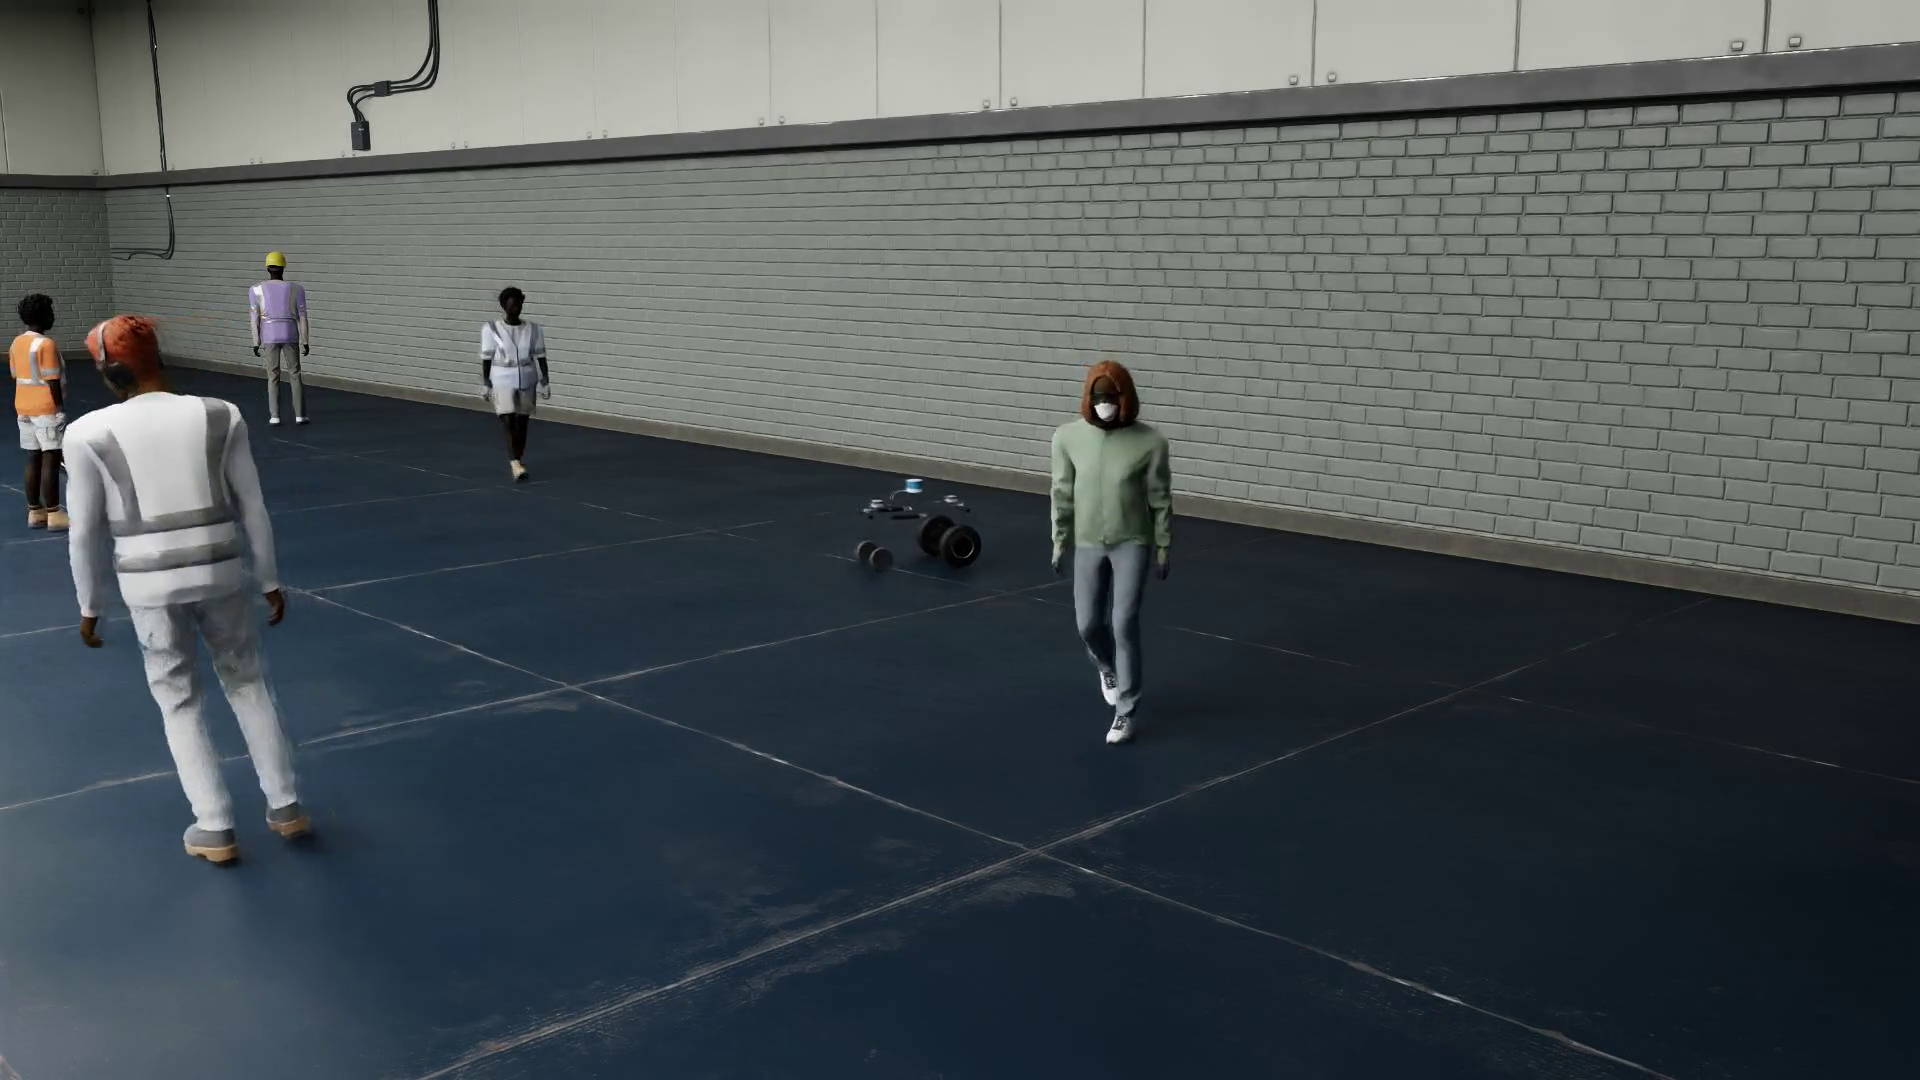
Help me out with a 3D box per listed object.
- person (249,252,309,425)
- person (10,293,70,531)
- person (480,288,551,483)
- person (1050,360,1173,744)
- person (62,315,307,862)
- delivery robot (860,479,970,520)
[{"bbox_3d":[-7.618,-2.258,18.649,0.594,1.924,0.382,-4,11,-21],"label":"person"},{"bbox_3d":[-6.613,-0.924,12.003,0.540,1.695,0.317,7,13,35],"label":"person"},{"bbox_3d":[-3.761,-1.312,14.198,0.557,1.652,0.836,-6,12,-30],"label":"person"},{"bbox_3d":[0.657,0.024,7.066,0.519,1.604,0.539,3,11,17],"label":"person"},{"bbox_3d":[-2.641,0.170,5.629,0.632,1.848,0.437,-7,13,-34],"label":"person"},{"bbox_3d":[-0.290,-0.278,10.750,0.698,0.223,0.335,-4,11,-22],"label":"delivery robot"}]
